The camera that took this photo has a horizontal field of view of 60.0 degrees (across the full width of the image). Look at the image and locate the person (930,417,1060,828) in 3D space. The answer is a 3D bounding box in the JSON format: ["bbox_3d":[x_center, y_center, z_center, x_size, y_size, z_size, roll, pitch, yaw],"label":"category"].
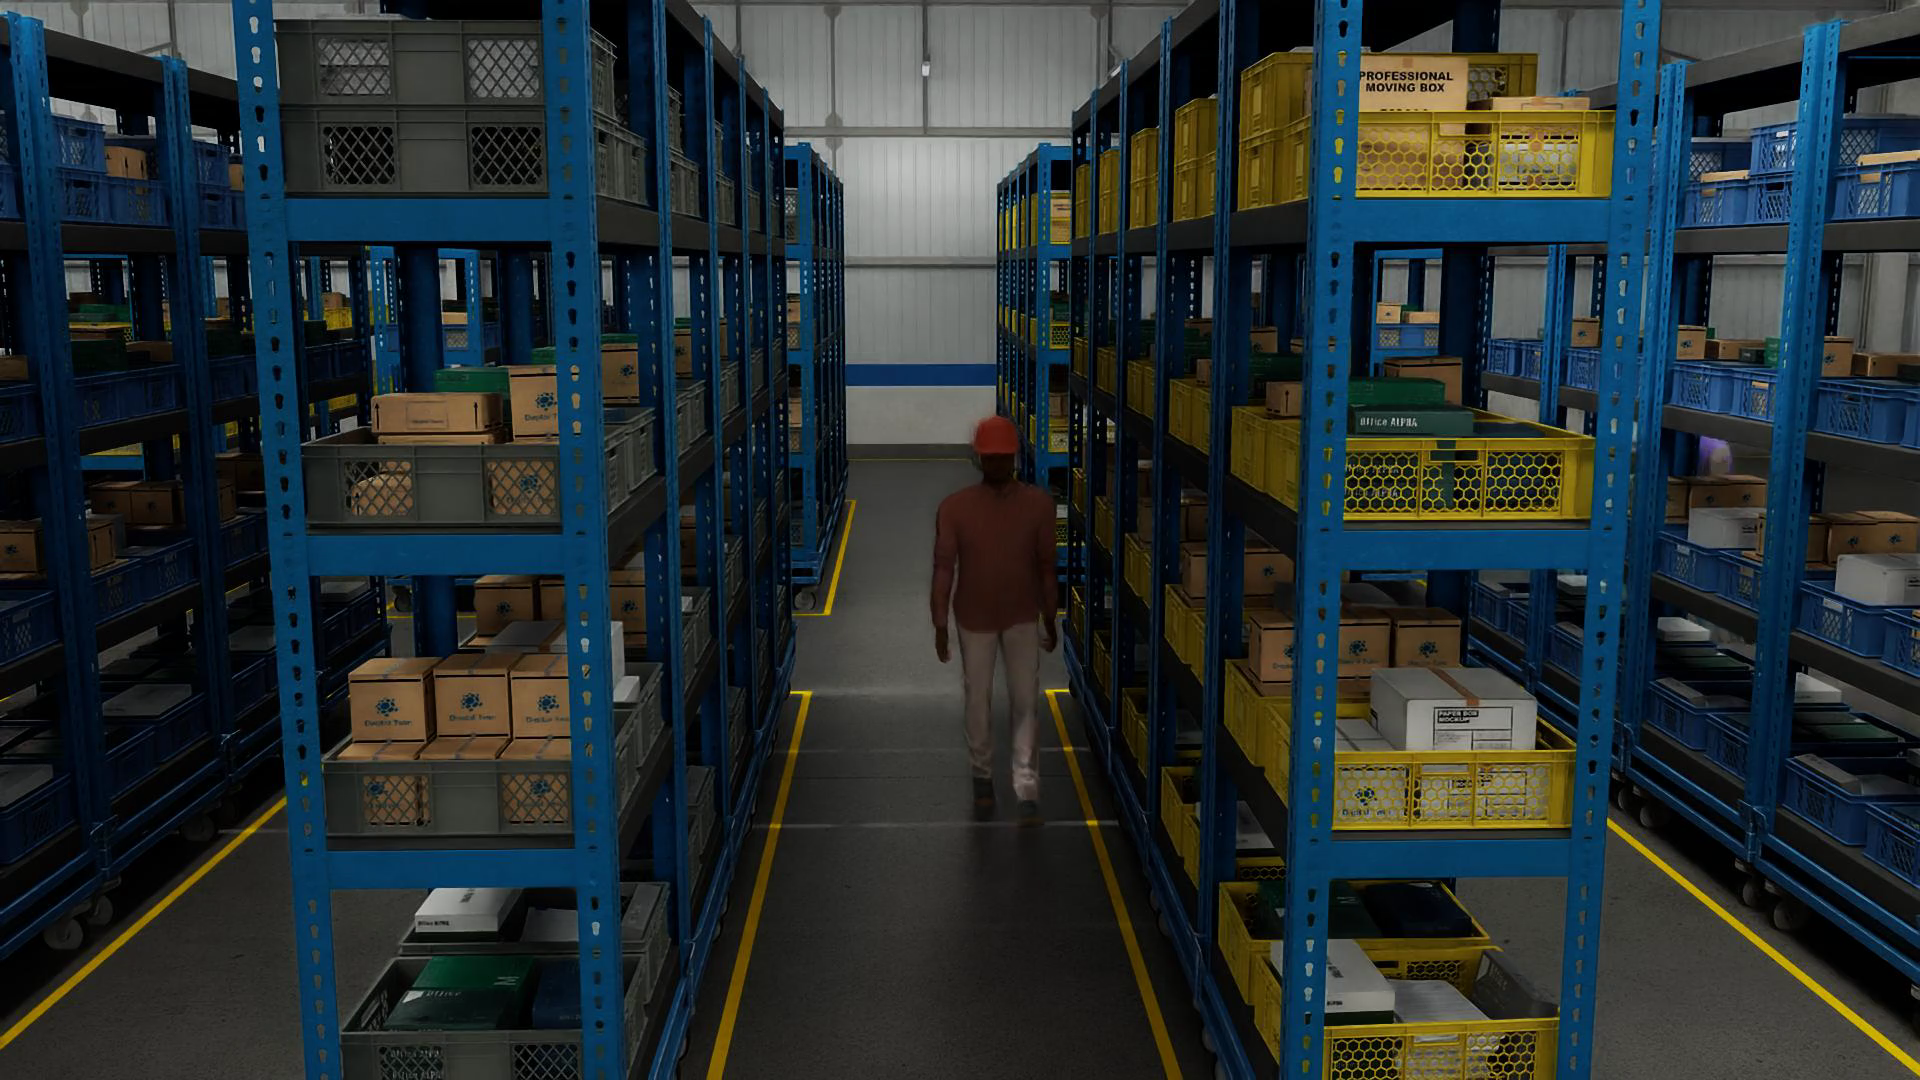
[{"bbox_3d":[0.183,0.396,8.019,0.647,1.958,0.941,-1,9,-5],"label":"person"}]

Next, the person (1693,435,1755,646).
[{"bbox_3d":[5.311,-0.119,11.643,0.979,1.793,0.585,2,10,13],"label":"person"}]
